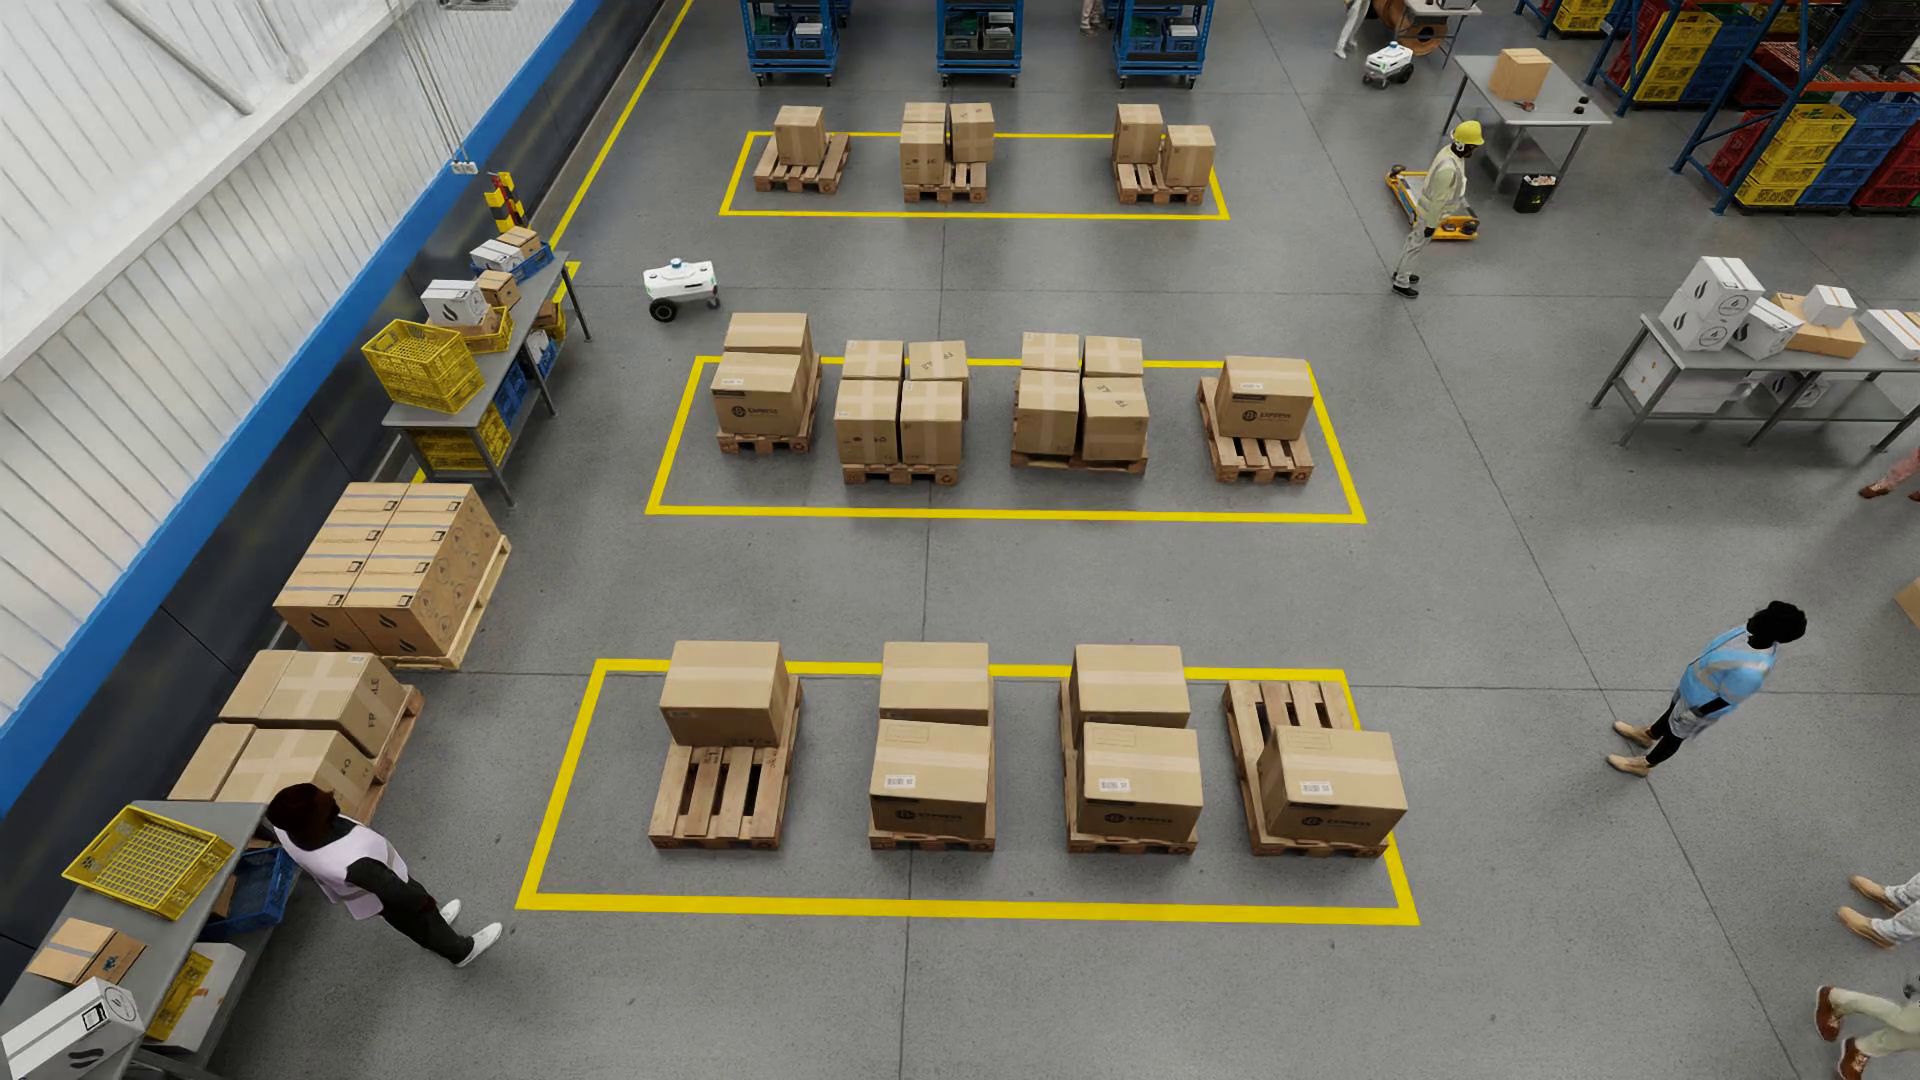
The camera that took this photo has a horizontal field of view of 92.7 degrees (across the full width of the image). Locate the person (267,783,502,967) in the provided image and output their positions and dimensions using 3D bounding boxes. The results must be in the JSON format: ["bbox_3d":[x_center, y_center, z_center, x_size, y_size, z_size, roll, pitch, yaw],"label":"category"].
[{"bbox_3d":[-3.081,1.813,4.865,0.591,1.920,0.393,21,52,17],"label":"person"}]

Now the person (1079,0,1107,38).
[{"bbox_3d":[2.150,-8.808,14.014,0.401,1.985,0.613,30,56,24],"label":"person"}]

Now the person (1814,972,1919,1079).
[{"bbox_3d":[5.075,2.284,4.521,0.572,1.837,0.480,17,51,14],"label":"person"}]

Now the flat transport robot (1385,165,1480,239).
[{"bbox_3d":[5.692,-4.094,11.059,0.652,0.197,1.431,1,49,1],"label":"flat transport robot"}]

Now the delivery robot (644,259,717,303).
[{"bbox_3d":[-2.929,-2.717,9.620,0.707,0.478,0.477,-12,50,-10],"label":"delivery robot"}]

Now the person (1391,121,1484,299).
[{"bbox_3d":[4.889,-3.394,9.426,0.404,1.831,0.600,17,51,14],"label":"person"}]

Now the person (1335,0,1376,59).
[{"bbox_3d":[5.977,-8.127,13.658,0.689,1.627,0.463,-29,55,-23],"label":"person"}]

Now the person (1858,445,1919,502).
[{"bbox_3d":[8.211,-0.934,7.283,0.818,1.859,0.662,-14,51,-12],"label":"person"}]

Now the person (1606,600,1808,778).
[{"bbox_3d":[4.668,0.947,5.757,0.321,1.697,0.529,28,55,22],"label":"person"}]

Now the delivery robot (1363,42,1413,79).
[{"bbox_3d":[6.210,-6.955,13.289,0.707,0.478,0.477,-30,56,-24],"label":"delivery robot"}]

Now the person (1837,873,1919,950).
[{"bbox_3d":[5.646,1.720,5.005,0.431,1.836,0.619,36,58,27],"label":"person"}]
